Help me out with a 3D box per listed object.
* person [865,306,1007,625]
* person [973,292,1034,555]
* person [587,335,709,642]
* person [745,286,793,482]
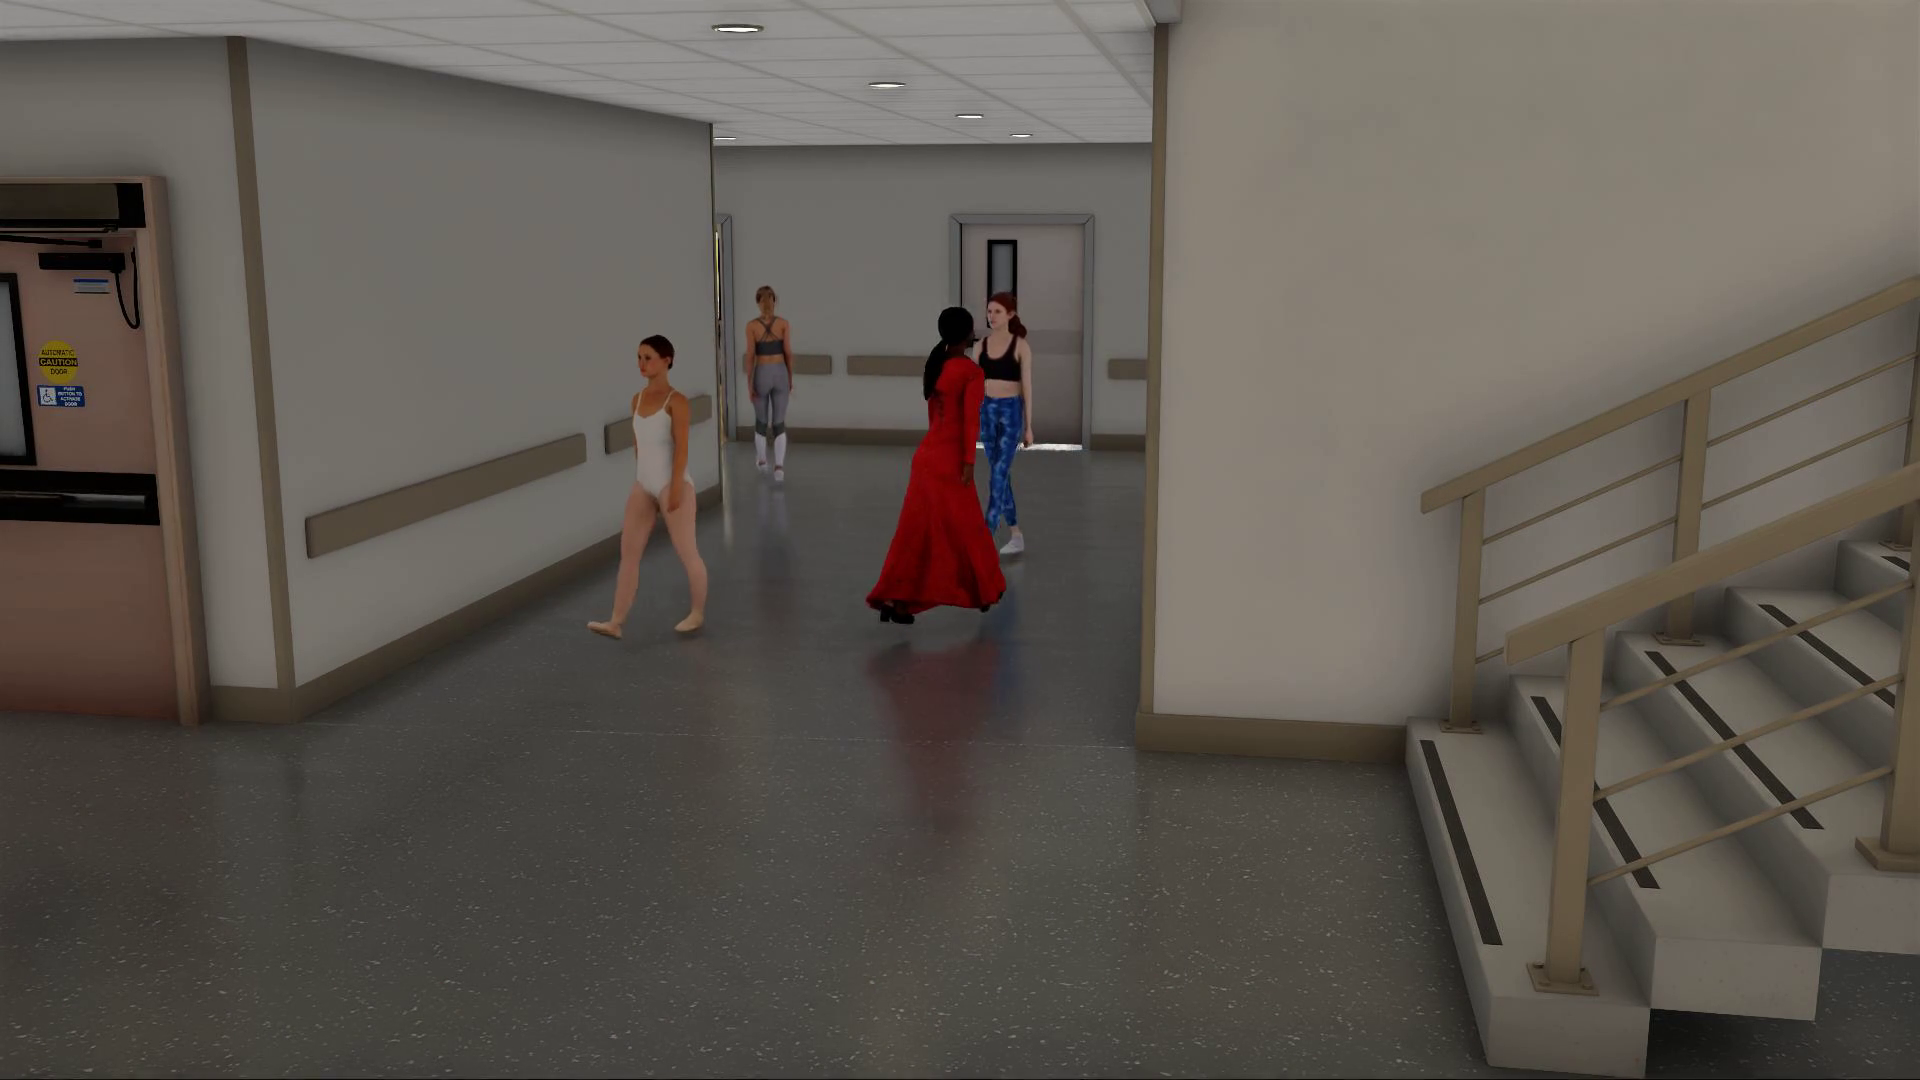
[{"bbox_3d":[-0.154,-0.354,9.083,1.132,1.728,1.189,-10,14,-42],"label":"person"},{"bbox_3d":[0.296,-0.698,10.884,1.170,1.732,0.929,6,12,29],"label":"person"},{"bbox_3d":[-1.529,-0.258,8.899,1.019,1.608,0.866,6,12,30],"label":"person"},{"bbox_3d":[-1.600,-1.291,14.208,1.134,1.658,0.885,-2,11,-10],"label":"person"}]
